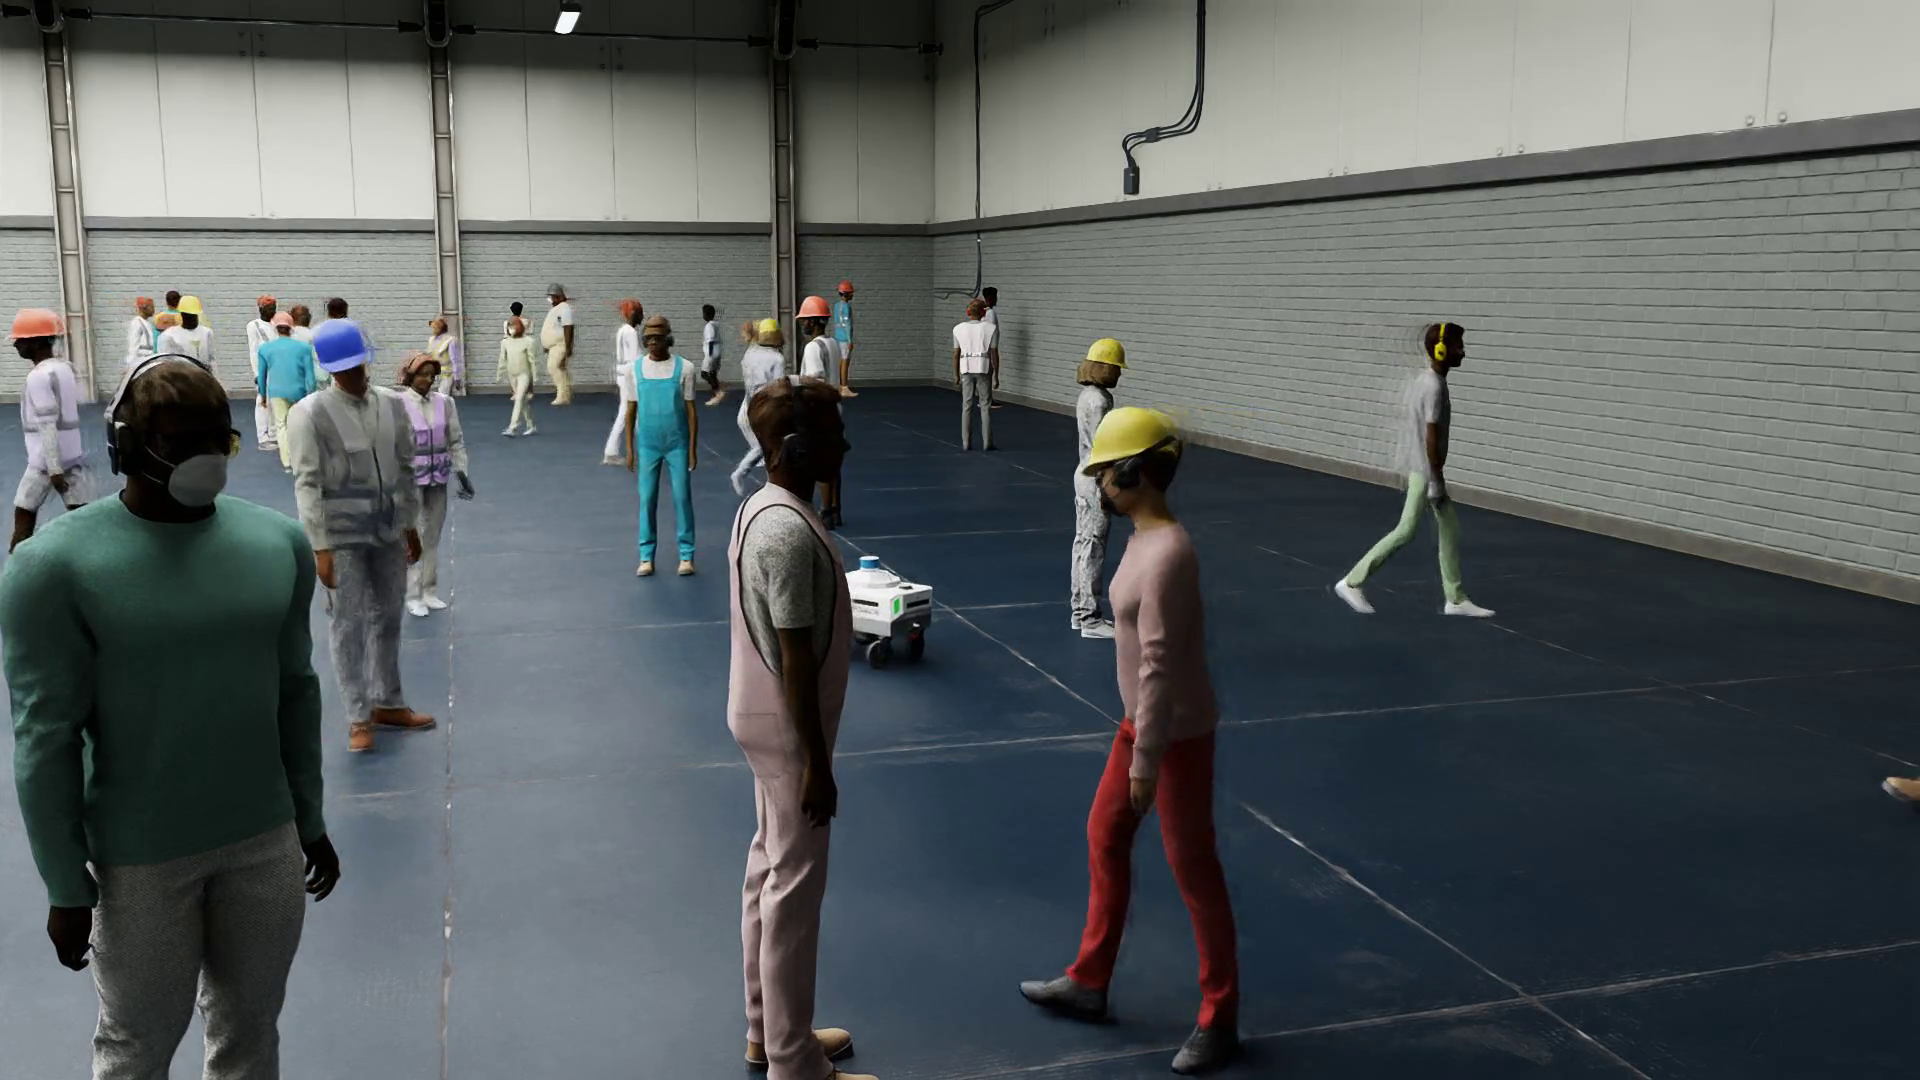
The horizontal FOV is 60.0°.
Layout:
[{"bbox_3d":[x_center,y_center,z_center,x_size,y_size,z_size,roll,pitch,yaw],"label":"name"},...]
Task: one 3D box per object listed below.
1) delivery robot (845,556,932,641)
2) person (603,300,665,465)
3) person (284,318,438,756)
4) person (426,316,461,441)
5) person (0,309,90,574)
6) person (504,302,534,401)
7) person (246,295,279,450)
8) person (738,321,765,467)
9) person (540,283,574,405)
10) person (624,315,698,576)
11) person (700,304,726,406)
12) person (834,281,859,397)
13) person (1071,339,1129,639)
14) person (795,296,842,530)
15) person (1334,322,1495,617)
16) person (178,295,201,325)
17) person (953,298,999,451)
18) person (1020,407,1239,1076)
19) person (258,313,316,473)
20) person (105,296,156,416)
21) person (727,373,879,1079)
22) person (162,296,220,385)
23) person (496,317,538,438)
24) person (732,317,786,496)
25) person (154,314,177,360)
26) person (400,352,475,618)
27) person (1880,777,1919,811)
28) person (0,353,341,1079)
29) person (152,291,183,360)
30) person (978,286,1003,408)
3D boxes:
[{"bbox_3d":[-0.492,0.333,9.107,0.707,0.478,0.477,7,12,39],"label":"delivery robot"},{"bbox_3d":[-3.649,-1.770,18.712,0.851,1.849,0.583,-2,9,-15],"label":"person"},{"bbox_3d":[-2.645,-0.015,7.352,0.442,1.912,0.672,6,11,33],"label":"person"},{"bbox_3d":[-6.612,-2.030,21.102,0.586,1.617,0.596,9,12,44],"label":"person"},{"bbox_3d":[-5.903,-0.538,10.741,0.966,1.887,0.546,-1,9,-5],"label":"person"},{"bbox_3d":[-7.549,-3.227,28.503,0.536,1.692,0.322,-6,11,-34],"label":"person"},{"bbox_3d":[-8.429,-2.037,20.297,0.356,1.886,0.574,2,9,11],"label":"person"},{"bbox_3d":[-2.266,-1.603,18.365,0.421,1.620,0.508,-5,10,-28],"label":"person"},{"bbox_3d":[-6.645,-3.228,27.400,0.547,2.000,0.692,-4,10,-24],"label":"person"},{"bbox_3d":[-2.077,-0.650,11.624,0.504,1.835,0.361,0,9,-1],"label":"person"},{"bbox_3d":[-4.083,-3.027,27.271,0.367,1.679,0.526,1,9,5],"label":"person"},{"bbox_3d":[-2.019,-3.536,29.358,0.385,2.045,0.605,-4,10,-23],"label":"person"},{"bbox_3d":[0.824,-0.301,9.701,0.309,1.736,0.485,-1,9,-6],"label":"person"},{"bbox_3d":[-1.178,-1.045,13.804,0.379,1.937,0.548,2,9,15],"label":"person"},{"bbox_3d":[2.800,-0.425,10.215,0.935,1.835,0.529,2,9,15],"label":"person"},{"bbox_3d":[-12.202,-2.944,26.273,0.567,1.822,0.581,-5,10,-28],"label":"person"},{"bbox_3d":[0.197,-1.997,20.167,0.563,1.847,0.390,2,9,11],"label":"person"},{"bbox_3d":[0.455,0.522,4.448,0.655,1.730,0.602,0,9,-2],"label":"person"},{"bbox_3d":[-7.333,-1.612,18.134,0.592,1.701,0.880,-3,9,-20],"label":"person"},{"bbox_3d":[-11.479,-2.463,23.134,0.853,1.858,0.583,-3,9,-19],"label":"person"},{"bbox_3d":[-0.408,0.507,4.193,0.345,1.847,0.504,-3,9,-16],"label":"person"},{"bbox_3d":[-8.399,-1.704,18.110,0.653,1.901,0.614,5,10,31],"label":"person"},{"bbox_3d":[-5.843,-2.145,21.927,0.521,1.581,0.873,3,9,20],"label":"person"},{"bbox_3d":[-1.830,-1.202,15.464,0.524,1.723,0.555,8,12,41],"label":"person"},{"bbox_3d":[-10.226,-2.101,21.503,0.282,1.633,0.501,-7,11,-37],"label":"person"},{"bbox_3d":[-3.292,-0.343,10.310,0.564,1.618,0.540,7,11,39],"label":"person"},{"bbox_3d":[4.038,0.093,6.423,0.933,1.980,0.630,2,9,11],"label":"person"},{"bbox_3d":[-1.508,0.605,3.277,0.372,1.939,0.631,6,11,32],"label":"person"},{"bbox_3d":[-11.193,-2.591,23.764,0.610,1.913,0.383,-6,10,-32],"label":"person"},{"bbox_3d":[0.463,-3.129,27.003,0.368,1.967,0.600,-3,10,-20],"label":"person"}]
